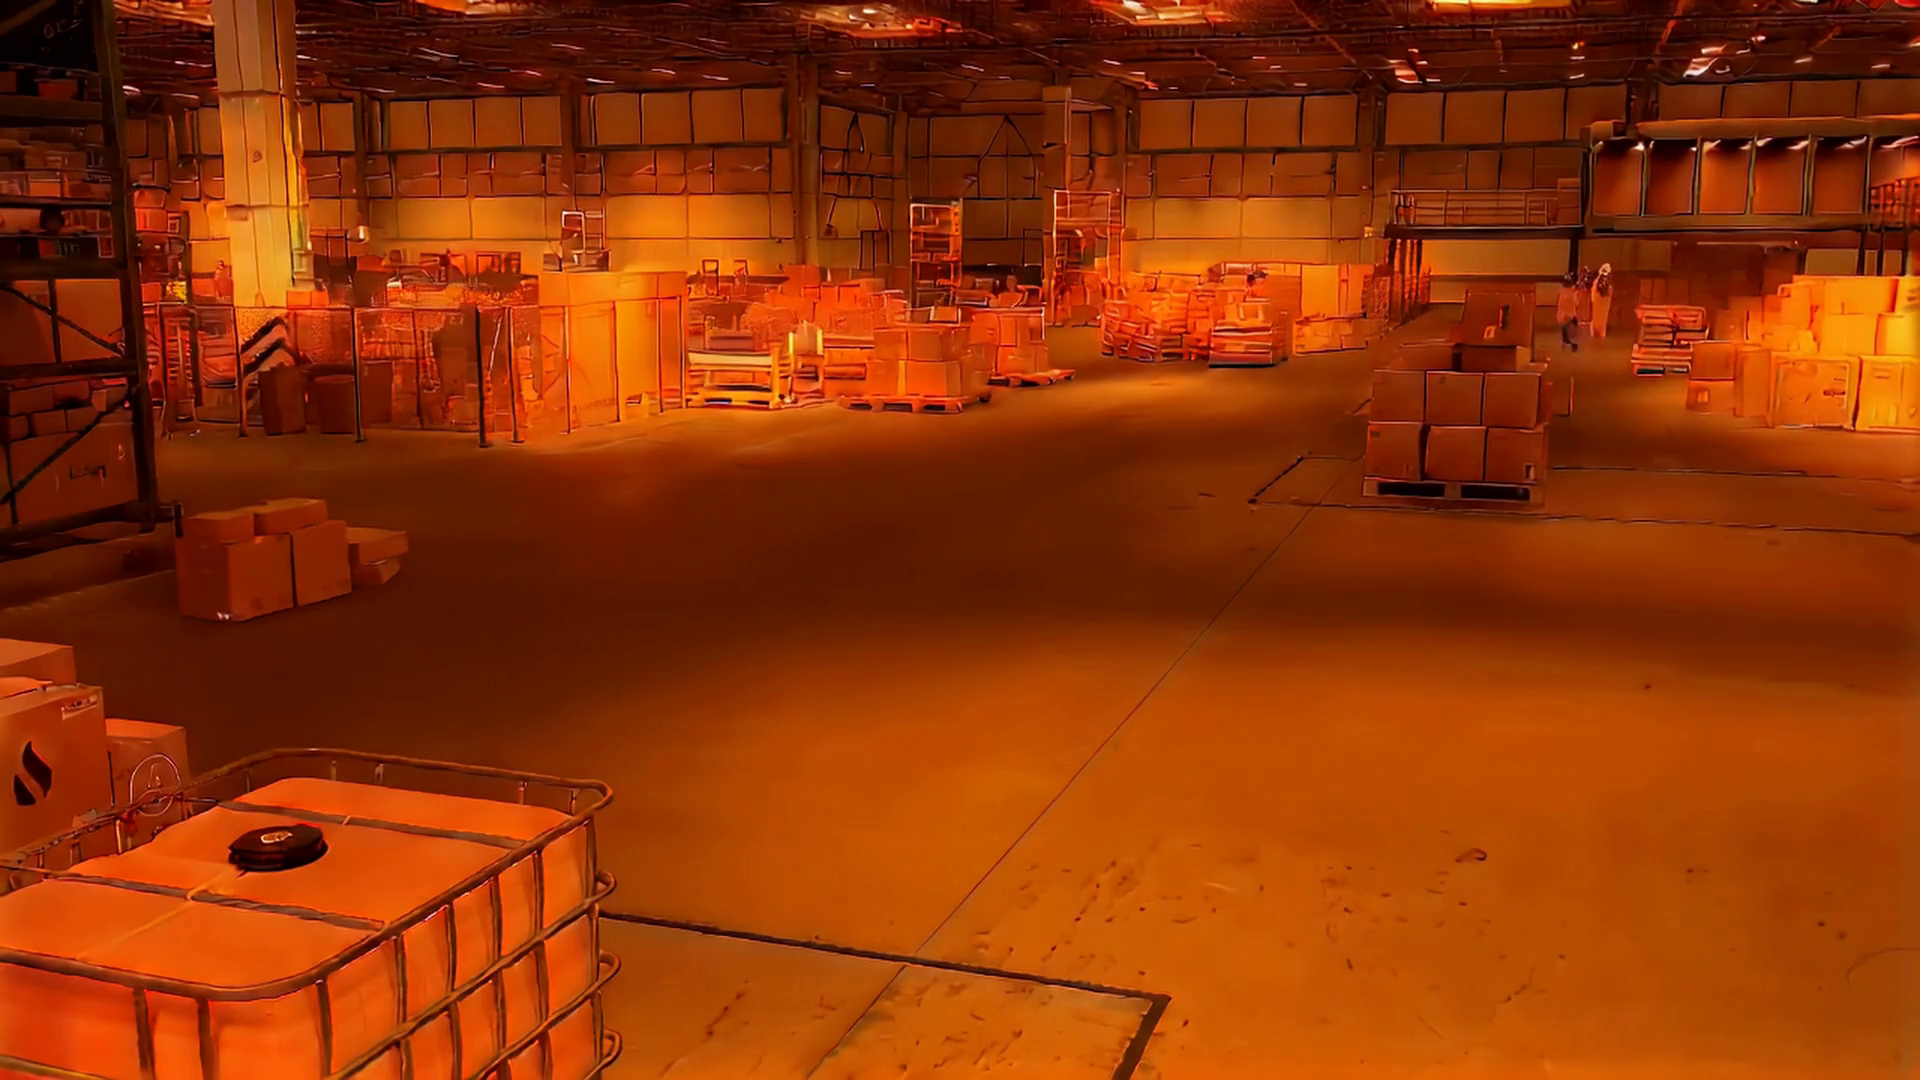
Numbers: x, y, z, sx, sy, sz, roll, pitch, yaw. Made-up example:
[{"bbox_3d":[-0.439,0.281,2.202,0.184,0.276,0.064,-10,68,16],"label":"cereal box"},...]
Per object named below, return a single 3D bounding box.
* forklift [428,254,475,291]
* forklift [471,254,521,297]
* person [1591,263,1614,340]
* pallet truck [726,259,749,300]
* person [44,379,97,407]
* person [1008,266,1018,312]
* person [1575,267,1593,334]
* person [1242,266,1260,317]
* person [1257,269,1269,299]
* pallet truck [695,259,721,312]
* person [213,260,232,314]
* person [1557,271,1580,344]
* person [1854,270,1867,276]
[{"bbox_3d":[-20.133,-10.254,65.465,1.157,1.987,2.680,3,11,19],"label":"forklift"},{"bbox_3d":[-17.990,-10.121,64.684,1.157,1.987,2.680,3,11,17],"label":"forklift"},{"bbox_3d":[17.084,-6.339,44.137,0.536,2.000,0.688,-2,10,-11],"label":"person"},{"bbox_3d":[-7.986,-9.493,62.019,0.823,1.965,1.885,3,11,17],"label":"pallet truck"},{"bbox_3d":[-10.058,-1.663,18.805,0.542,1.687,0.363,-5,11,-25],"label":"person"},{"bbox_3d":[1.684,-7.725,52.542,0.387,1.839,0.594,7,12,35],"label":"person"},{"bbox_3d":[17.616,-6.754,46.891,0.594,1.900,0.886,1,10,5],"label":"person"},{"bbox_3d":[9.172,-7.690,52.352,0.596,1.835,0.973,4,11,22],"label":"person"},{"bbox_3d":[9.265,-7.396,50.889,0.348,1.756,0.518,-1,10,-7],"label":"person"},{"bbox_3d":[-9.165,-9.627,62.776,0.823,1.965,1.885,4,11,23],"label":"pallet truck"},{"bbox_3d":[-26.751,-9.189,60.468,0.653,1.927,0.964,-9,13,-40],"label":"person"},{"bbox_3d":[13.912,-5.188,38.007,0.717,1.919,0.548,-7,12,-35],"label":"person"},{"bbox_3d":[16.499,-3.941,30.650,0.624,2.042,0.385,2,10,13],"label":"person"}]
